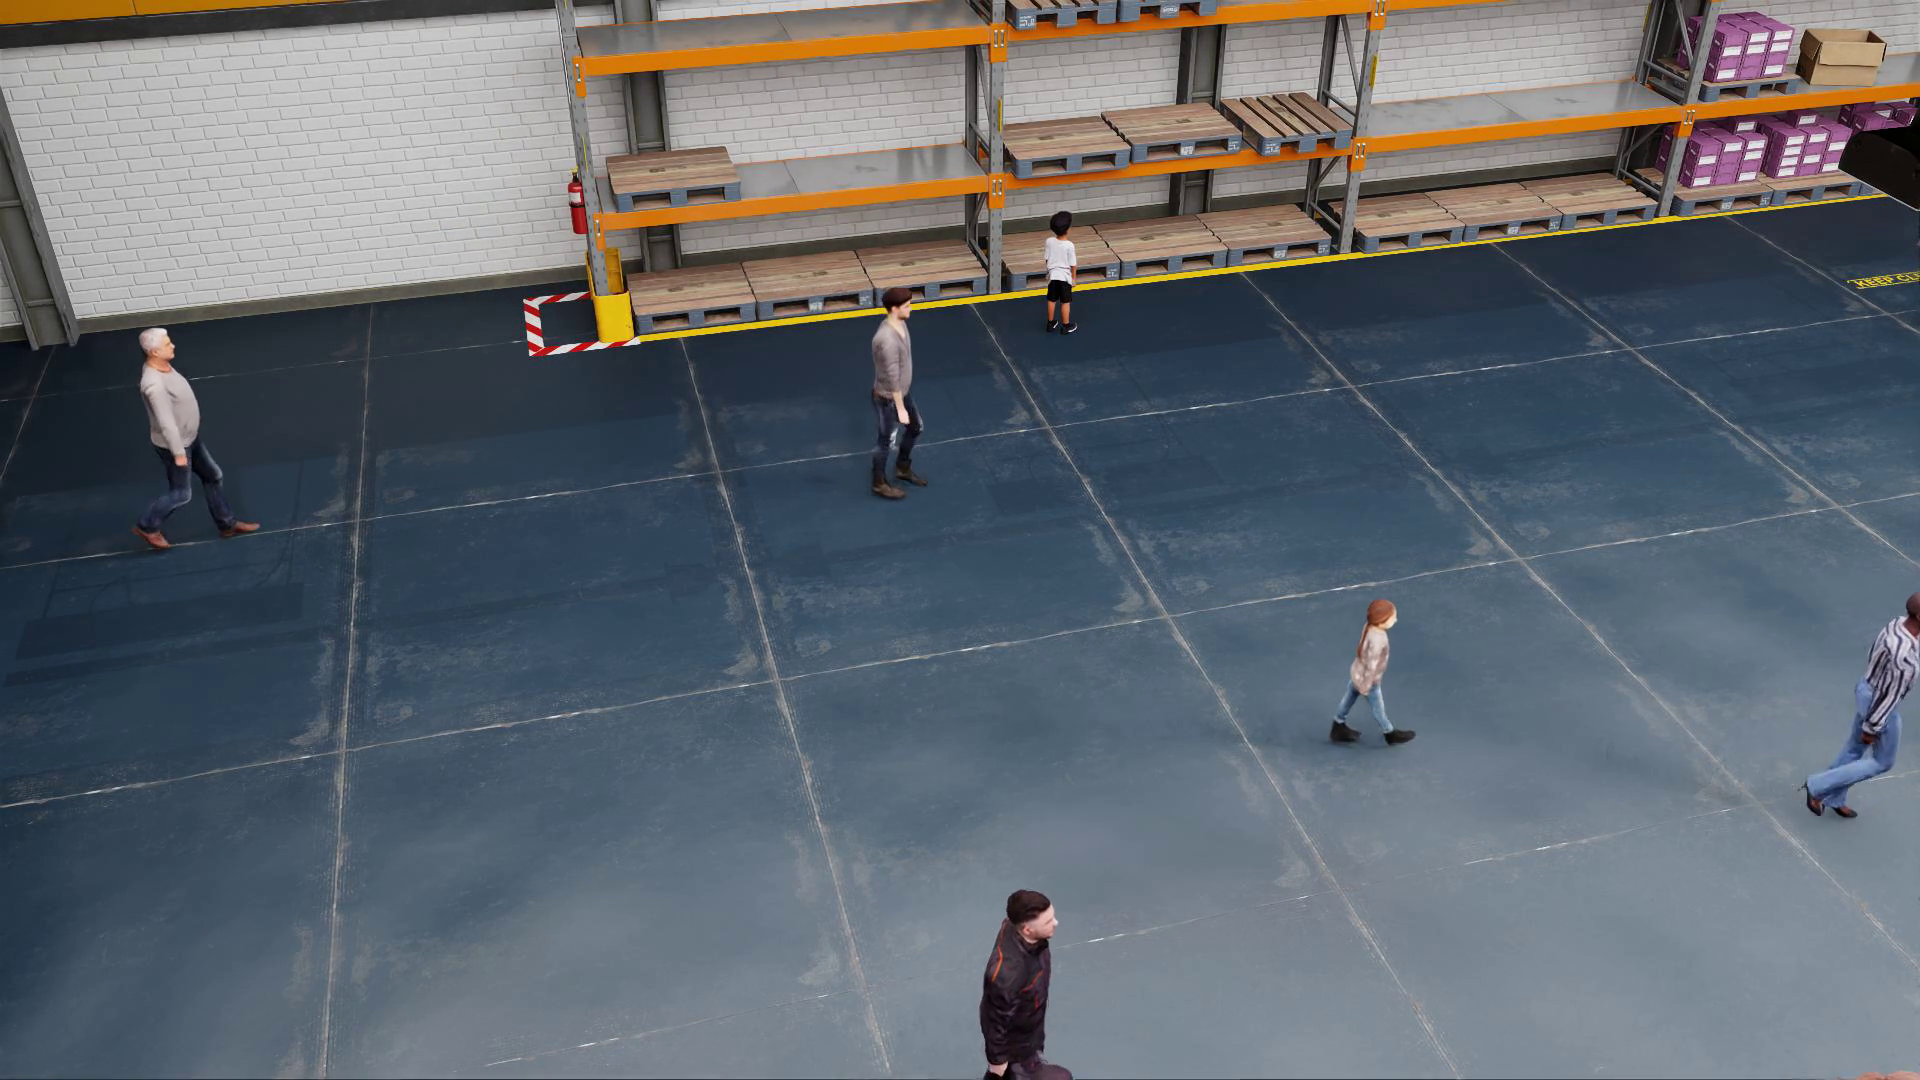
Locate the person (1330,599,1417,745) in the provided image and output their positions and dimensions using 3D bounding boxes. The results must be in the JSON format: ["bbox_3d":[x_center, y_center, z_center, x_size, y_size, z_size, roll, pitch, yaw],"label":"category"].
[{"bbox_3d":[2.670,0.890,11.129,0.847,1.170,0.665,3,34,5],"label":"person"}]

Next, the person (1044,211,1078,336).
[{"bbox_3d":[0.984,-2.626,16.337,0.574,1.260,0.637,16,37,23],"label":"person"}]

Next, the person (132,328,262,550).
[{"bbox_3d":[-6.180,-0.748,12.954,1.128,1.879,0.718,-8,35,-12],"label":"person"}]

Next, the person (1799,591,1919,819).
[{"bbox_3d":[5.606,1.032,10.359,0.845,1.787,0.796,11,35,16],"label":"person"}]

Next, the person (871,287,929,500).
[{"bbox_3d":[-0.644,-1.186,13.605,0.851,1.887,0.829,8,34,11],"label":"person"}]

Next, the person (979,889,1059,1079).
[{"bbox_3d":[0.198,2.402,8.252,0.985,1.837,0.917,7,34,11],"label":"person"}]
